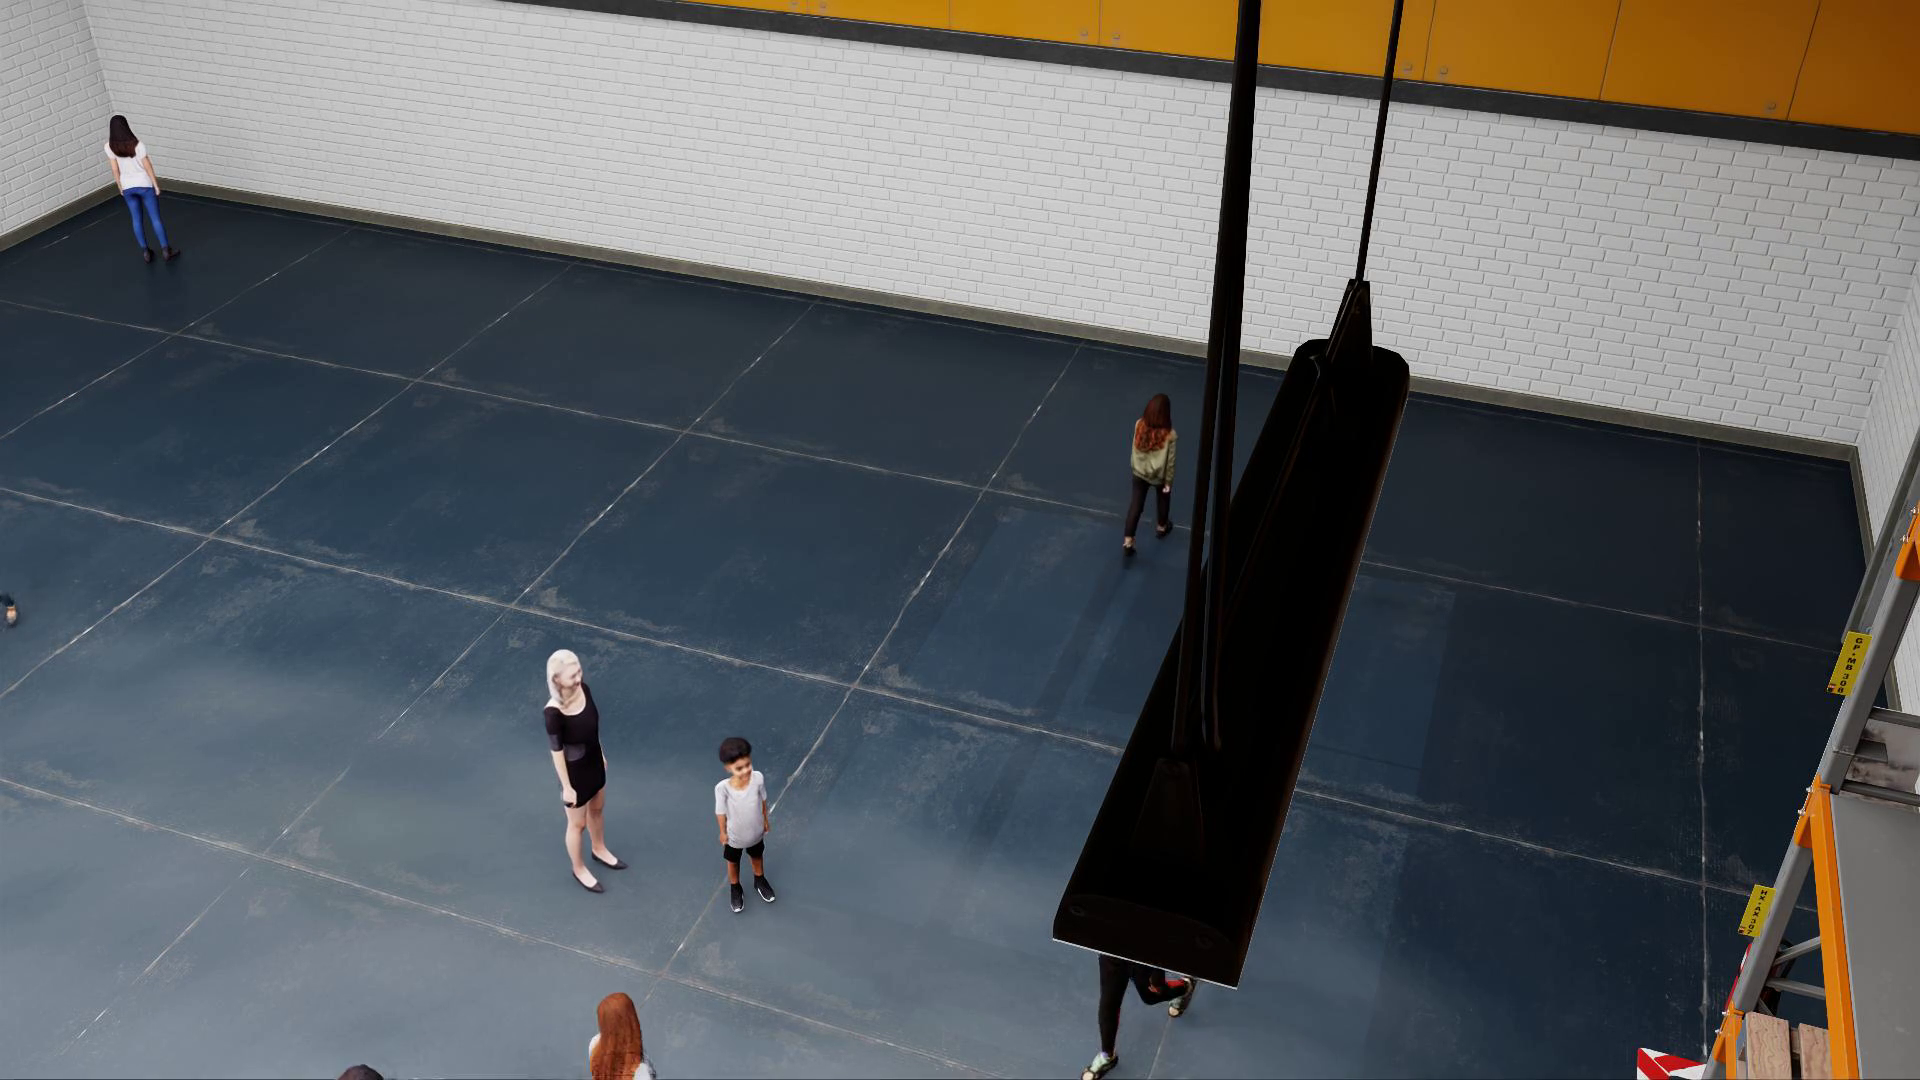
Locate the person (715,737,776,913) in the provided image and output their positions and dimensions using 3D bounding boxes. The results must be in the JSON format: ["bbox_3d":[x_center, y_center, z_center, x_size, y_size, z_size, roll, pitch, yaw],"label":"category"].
[{"bbox_3d":[-1.358,1.751,10.400,0.588,1.265,0.647,-14,36,-20],"label":"person"}]

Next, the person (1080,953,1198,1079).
[{"bbox_3d":[1.039,2.217,9.232,0.939,1.781,1.222,29,43,36],"label":"person"}]

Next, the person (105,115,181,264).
[{"bbox_3d":[-9.148,-3.899,18.521,0.670,1.685,0.649,-1,34,-2],"label":"person"}]

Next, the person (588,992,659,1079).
[{"bbox_3d":[-1.659,2.980,8.186,0.872,1.669,0.786,-29,43,-36],"label":"person"}]

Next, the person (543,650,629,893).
[{"bbox_3d":[-2.381,1.431,10.369,0.627,1.832,0.426,12,36,18],"label":"person"}]

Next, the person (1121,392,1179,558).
[{"bbox_3d":[1.530,-0.504,13.630,0.686,1.445,1.013,17,37,24],"label":"person"}]
